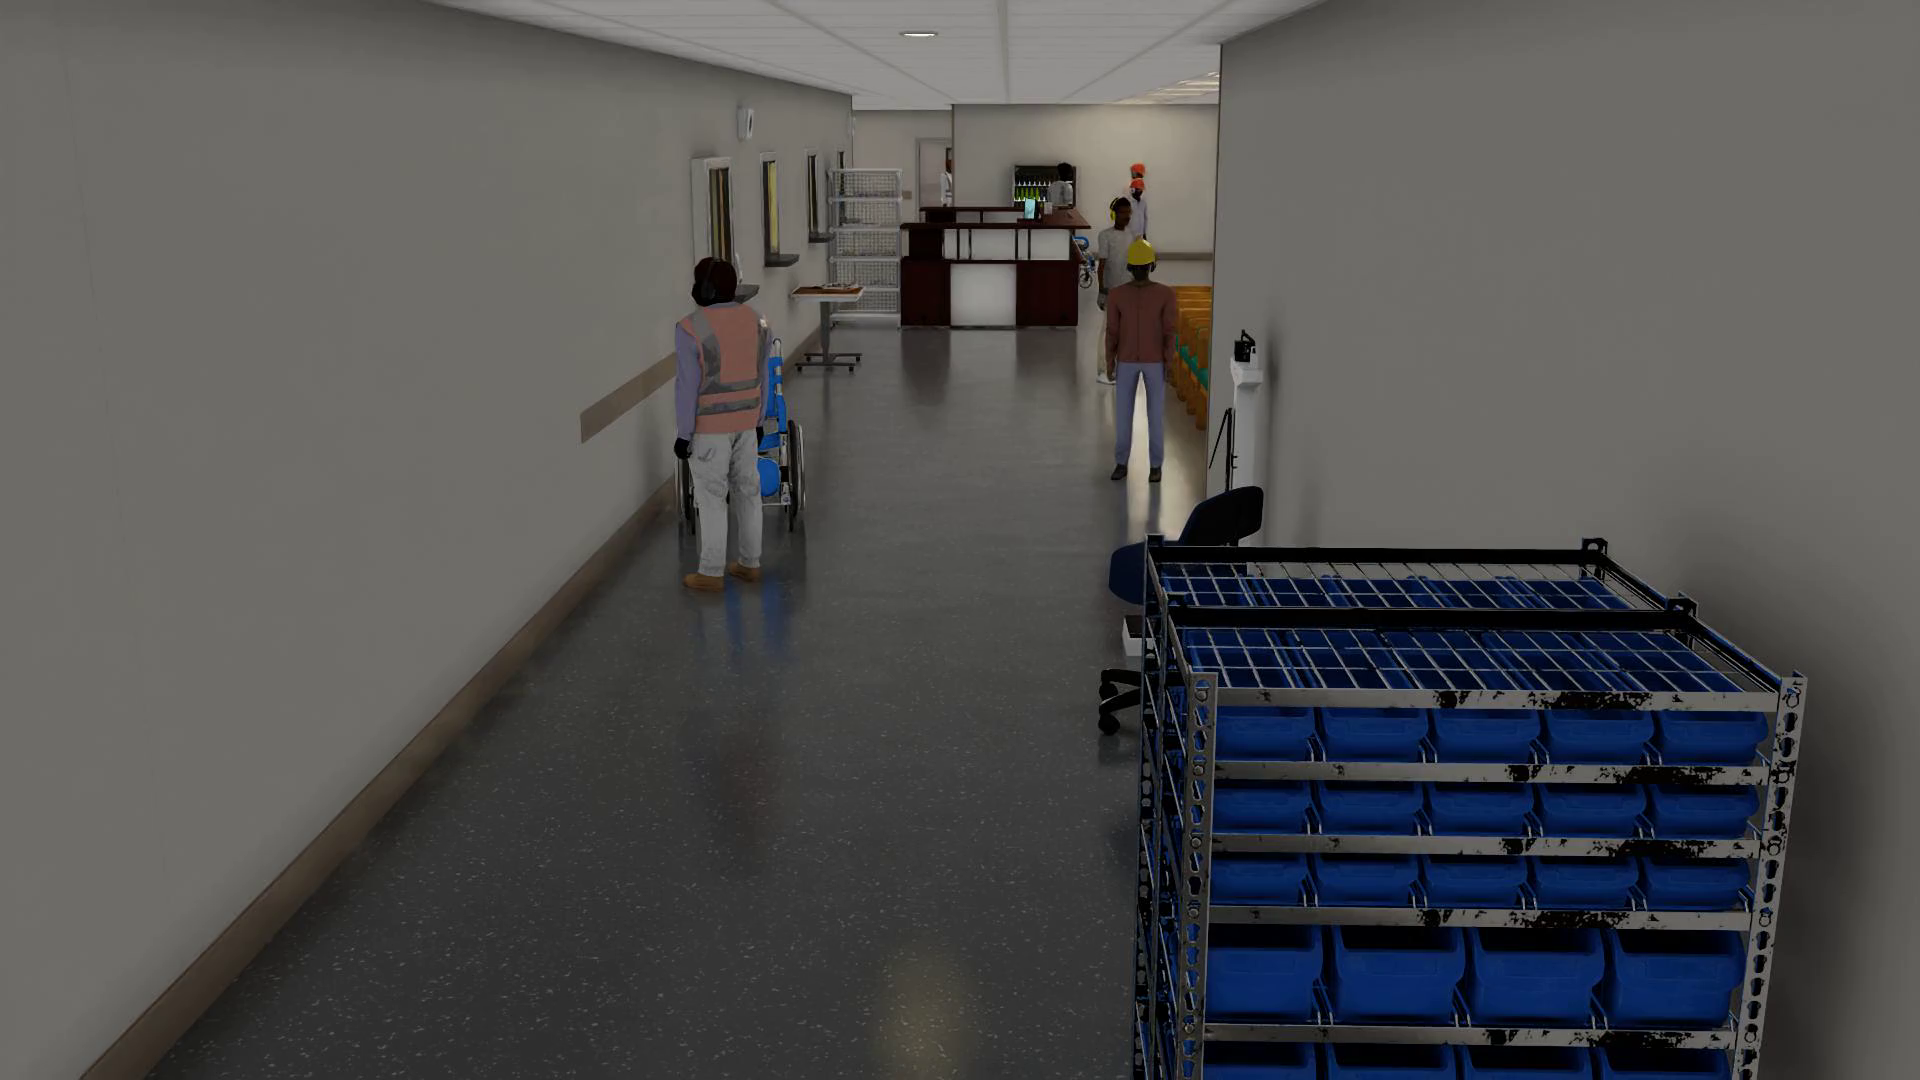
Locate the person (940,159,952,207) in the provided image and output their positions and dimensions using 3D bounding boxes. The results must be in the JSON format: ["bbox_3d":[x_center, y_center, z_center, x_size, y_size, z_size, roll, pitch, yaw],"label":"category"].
[{"bbox_3d":[-0.246,-7.678,37.714,0.361,1.883,0.574,7,16,27],"label":"person"}]

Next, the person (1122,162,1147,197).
[{"bbox_3d":[3.165,-5.972,30.651,0.517,1.960,0.722,6,15,24],"label":"person"}]

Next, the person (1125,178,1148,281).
[{"bbox_3d":[2.914,-5.130,27.659,0.564,1.743,0.352,-10,17,-35],"label":"person"}]

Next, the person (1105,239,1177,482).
[{"bbox_3d":[1.302,-1.288,12.045,0.518,1.756,0.344,3,14,12],"label":"person"}]

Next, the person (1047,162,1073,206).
[{"bbox_3d":[1.806,-5.690,29.474,0.362,1.962,0.613,-10,17,-35],"label":"person"}]

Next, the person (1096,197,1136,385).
[{"bbox_3d":[1.591,-2.510,16.770,0.534,1.868,0.310,-12,18,-40],"label":"person"}]

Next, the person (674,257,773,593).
[{"bbox_3d":[-1.329,-0.633,9.204,0.429,1.847,0.625,13,19,41],"label":"person"}]
